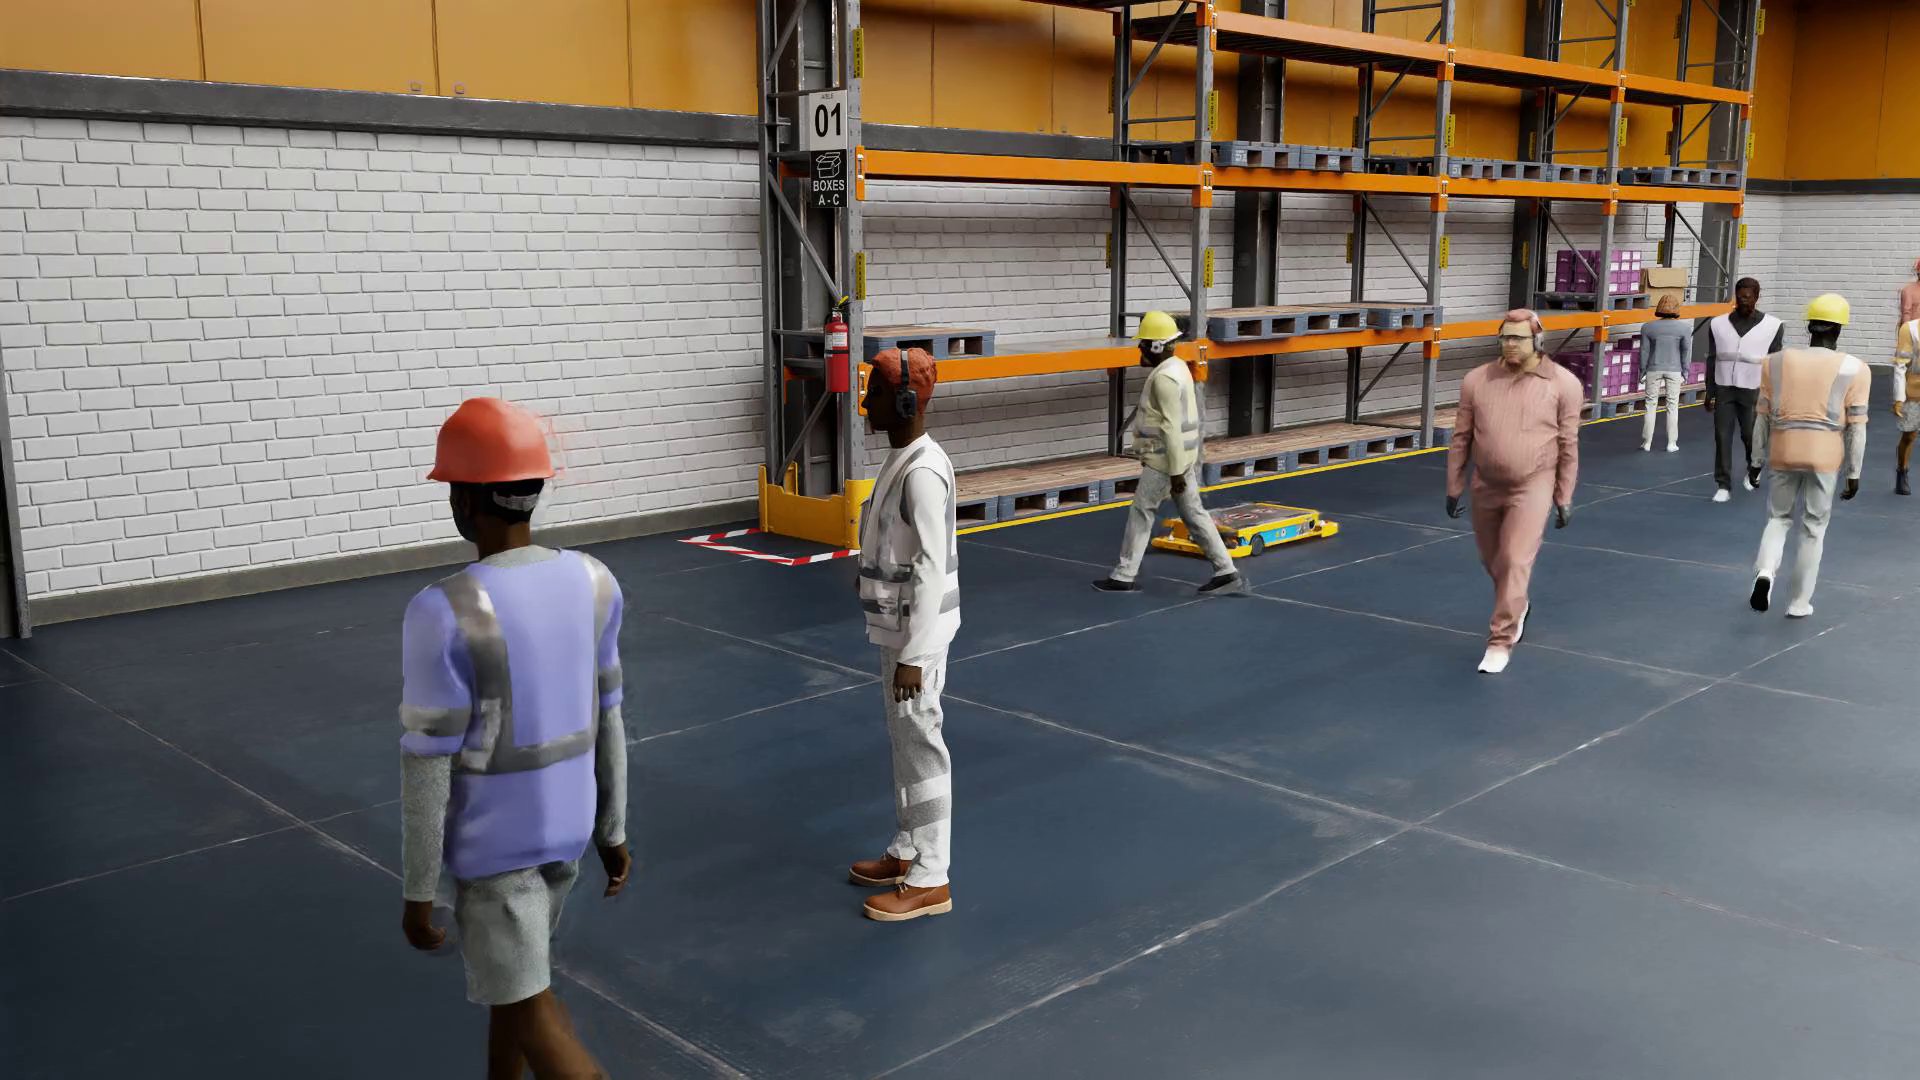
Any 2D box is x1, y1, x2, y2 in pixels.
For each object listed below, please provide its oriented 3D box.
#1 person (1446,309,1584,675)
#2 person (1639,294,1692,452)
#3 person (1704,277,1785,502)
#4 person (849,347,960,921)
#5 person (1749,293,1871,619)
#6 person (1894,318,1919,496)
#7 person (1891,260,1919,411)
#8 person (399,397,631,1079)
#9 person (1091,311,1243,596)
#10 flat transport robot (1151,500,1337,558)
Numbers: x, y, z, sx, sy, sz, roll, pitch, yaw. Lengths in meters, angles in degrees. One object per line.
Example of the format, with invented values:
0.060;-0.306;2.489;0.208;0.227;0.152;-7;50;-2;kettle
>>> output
2.924;-0.290;8.803;0.653;1.871;0.930;8;13;37;person
7.320;-1.732;17.302;0.501;1.633;0.280;4;11;23;person
6.661;-1.284;14.154;0.595;1.896;0.753;8;13;36;person
-0.181;0.308;5.496;0.356;1.882;0.574;-2;11;-10;person
4.886;-0.465;9.624;0.614;1.909;0.562;9;14;40;person
8.163;-1.260;14.056;0.552;1.895;0.967;4;11;20;person
12.084;-2.553;20.865;0.623;1.967;0.767;-2;11;-13;person
-0.925;0.641;3.639;0.932;1.907;0.553;7;12;33;person
1.327;-0.521;10.307;0.938;1.789;0.585;4;11;18;person
2.078;-0.091;12.069;0.652;0.197;1.431;10;14;43;flat transport robot
